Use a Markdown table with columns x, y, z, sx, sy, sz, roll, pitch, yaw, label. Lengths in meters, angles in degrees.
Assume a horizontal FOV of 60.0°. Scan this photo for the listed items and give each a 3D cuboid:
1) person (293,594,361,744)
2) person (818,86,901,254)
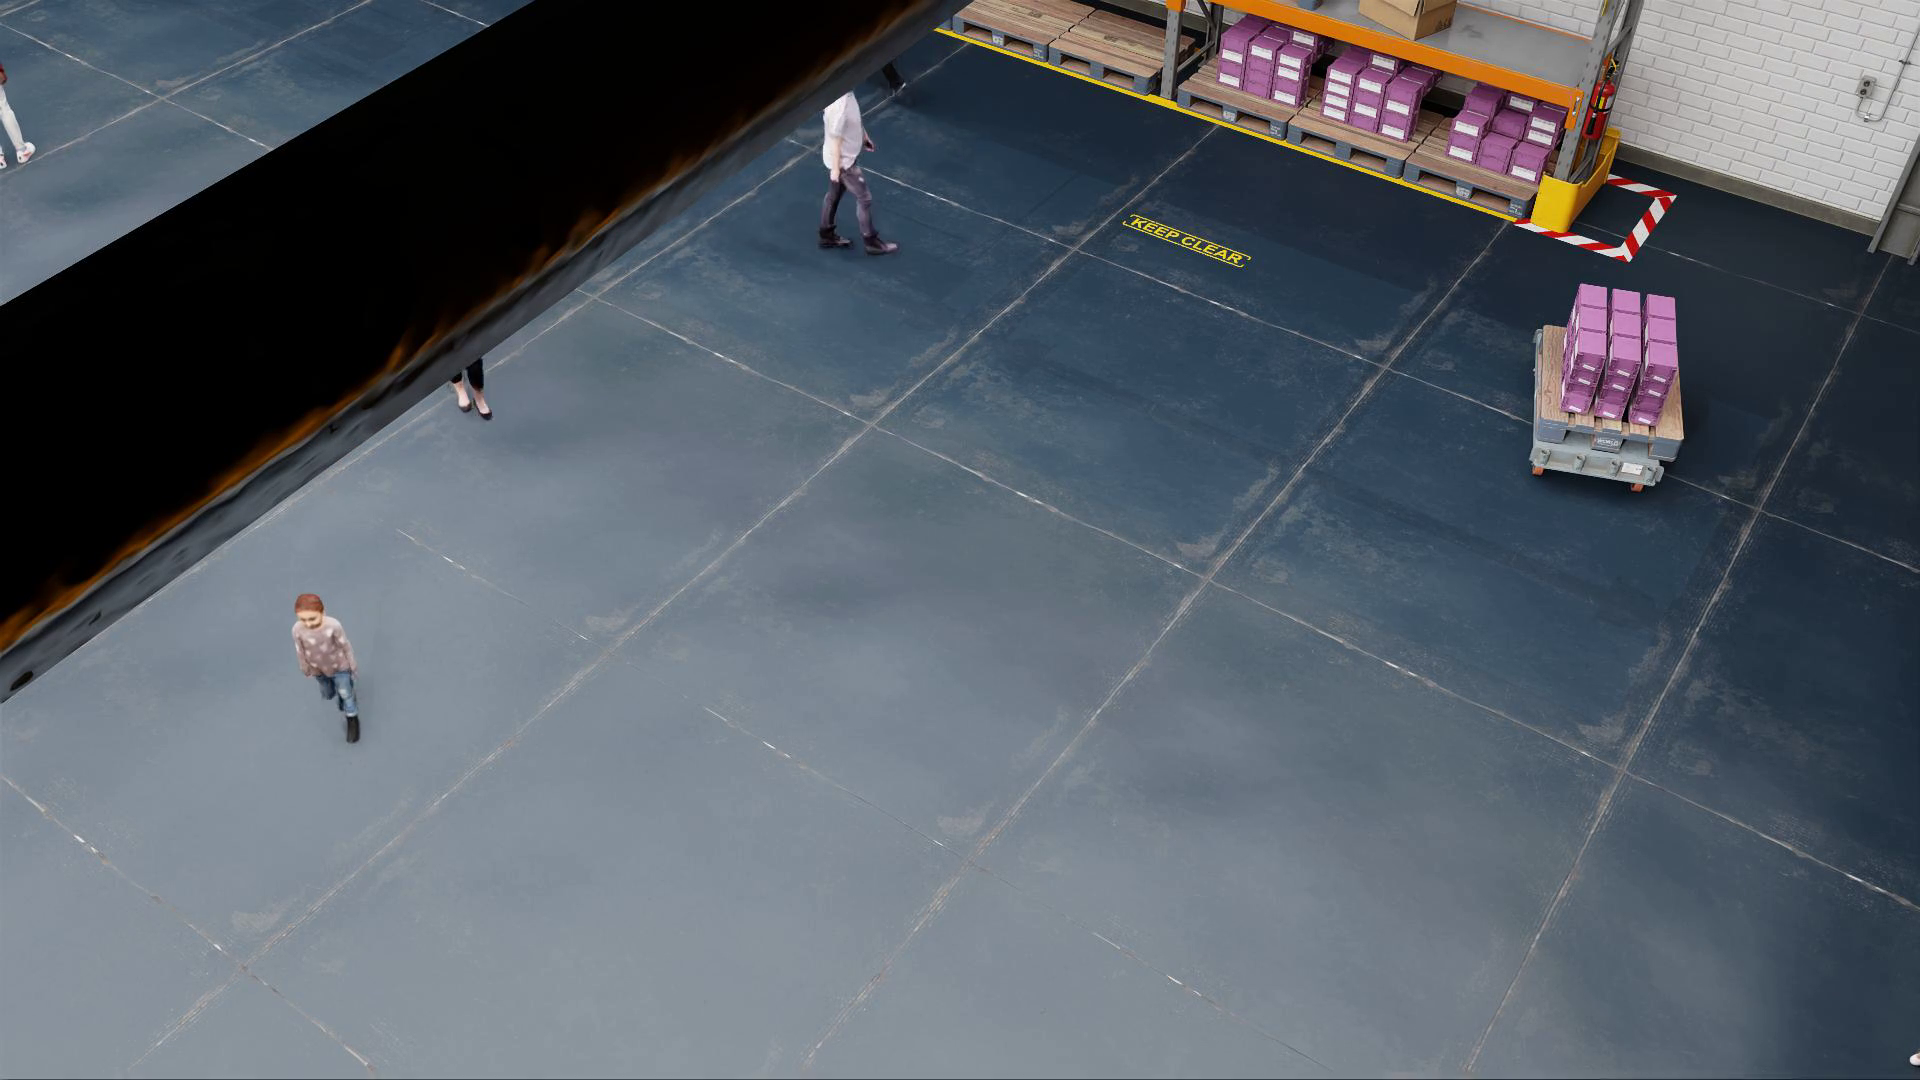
| x | y | z | sx | sy | sz | roll | pitch | yaw | label |
| --- | --- | --- | --- | --- | --- | --- | --- | --- | --- |
| -3.970 | 0.745 | 10.480 | 0.686 | 1.189 | 0.737 | -4 | 44 | -4 | person |
| -1.092 | -3.266 | 14.246 | 1.091 | 1.802 | 0.977 | -1 | 44 | -1 | person |
